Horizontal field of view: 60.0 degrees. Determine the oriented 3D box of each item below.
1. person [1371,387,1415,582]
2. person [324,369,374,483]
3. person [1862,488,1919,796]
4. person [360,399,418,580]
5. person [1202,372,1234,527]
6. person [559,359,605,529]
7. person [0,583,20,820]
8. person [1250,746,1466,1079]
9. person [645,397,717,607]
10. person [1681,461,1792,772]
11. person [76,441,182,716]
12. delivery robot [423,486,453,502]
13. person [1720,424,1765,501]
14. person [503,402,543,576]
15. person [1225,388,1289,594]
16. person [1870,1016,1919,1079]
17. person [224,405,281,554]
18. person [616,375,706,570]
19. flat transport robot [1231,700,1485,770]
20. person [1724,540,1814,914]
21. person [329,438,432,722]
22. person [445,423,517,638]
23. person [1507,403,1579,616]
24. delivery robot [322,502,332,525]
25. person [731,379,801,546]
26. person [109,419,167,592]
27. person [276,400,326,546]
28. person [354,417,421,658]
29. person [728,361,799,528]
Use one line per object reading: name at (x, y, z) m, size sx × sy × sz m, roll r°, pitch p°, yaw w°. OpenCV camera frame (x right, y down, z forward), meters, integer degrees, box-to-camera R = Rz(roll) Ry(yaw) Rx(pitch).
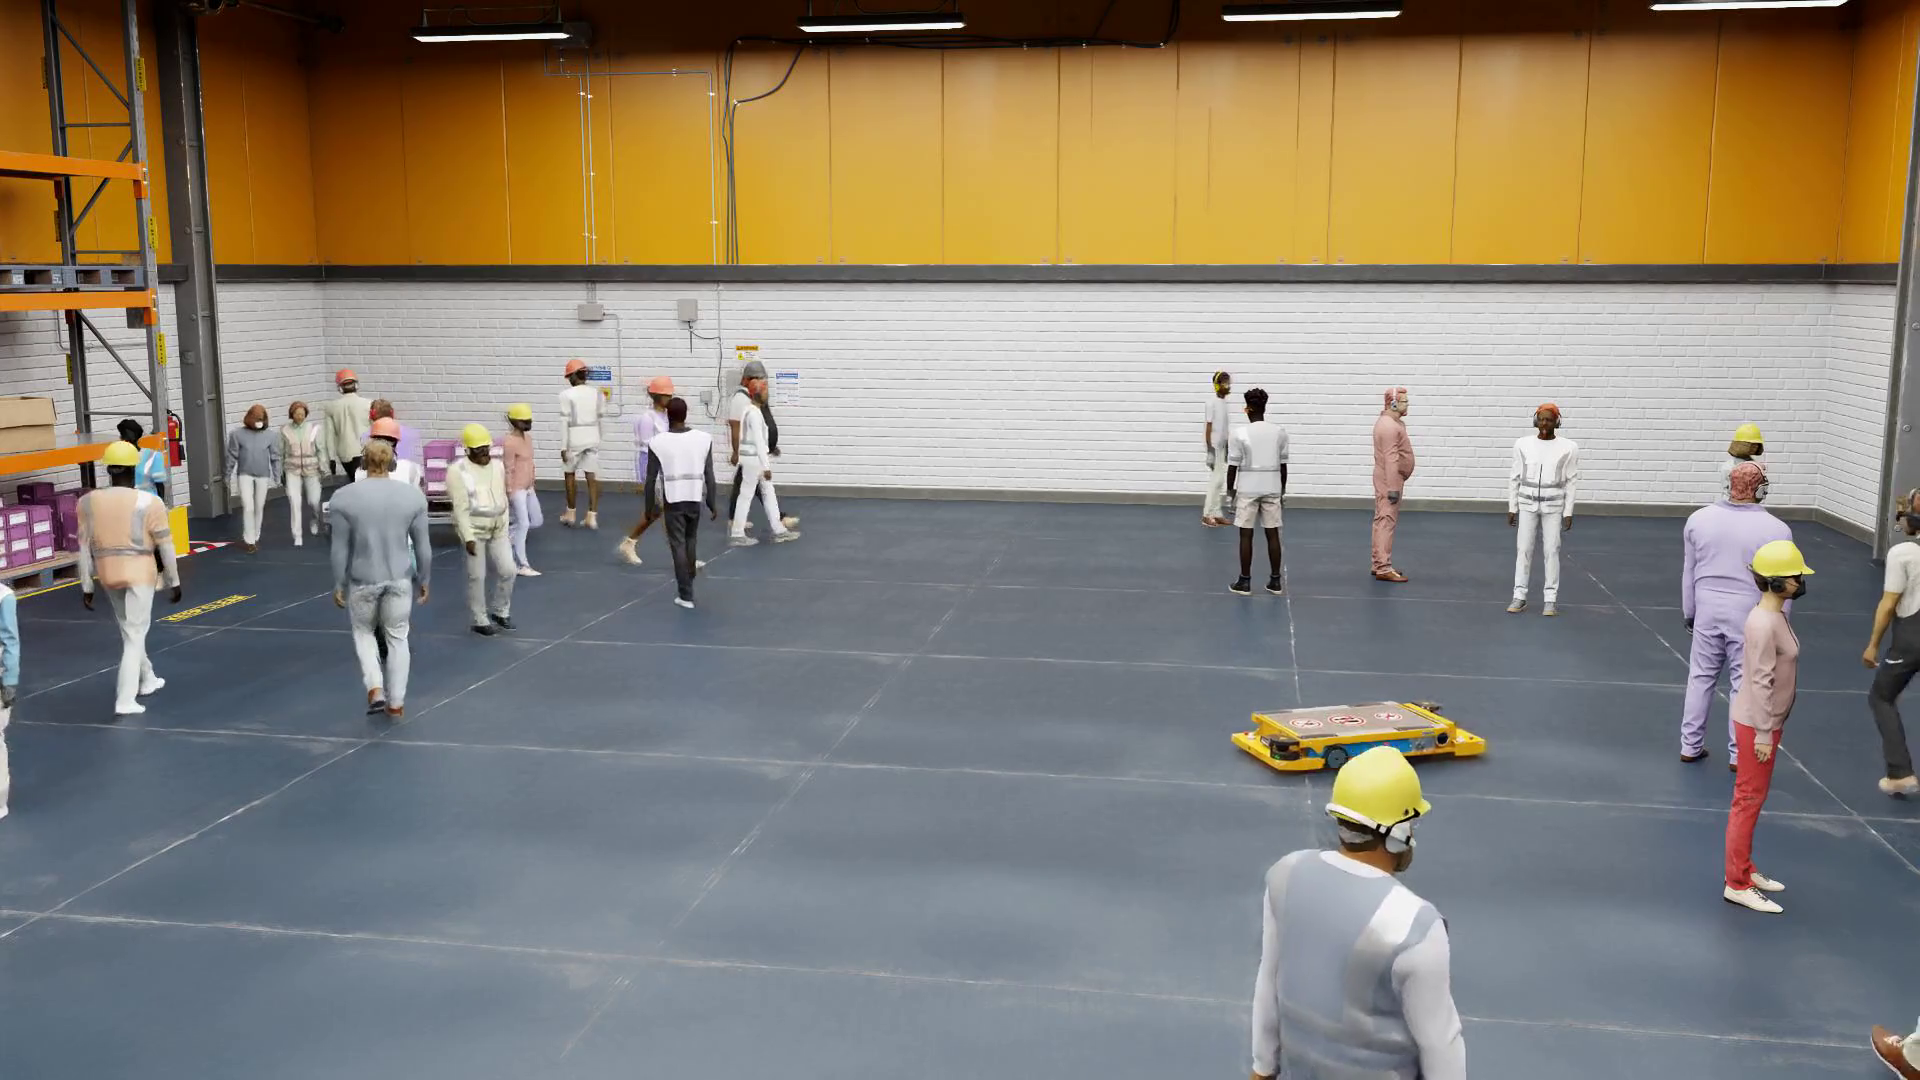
person at (4.267, -0.551, 16.401) m, size 0.406 × 1.911 × 0.636 m, roll 1°, pitch 9°, yaw 8°
person at (-6.922, -0.981, 19.034) m, size 0.636 × 1.928 × 1.063 m, roll 0°, pitch 9°, yaw 2°
person at (5.486, 0.618, 9.447) m, size 0.553 × 1.808 × 0.487 m, roll -2°, pitch 9°, yaw -11°
person at (-5.667, -0.497, 16.460) m, size 1.024 × 1.782 × 0.554 m, roll 8°, pitch 12°, yaw 42°
person at (3.102, -1.077, 19.852) m, size 0.387 × 1.853 × 0.572 m, roll 6°, pitch 11°, yaw 32°
person at (-4.533, -1.147, 19.784) m, size 0.638 × 2.002 × 0.787 m, roll -7°, pitch 12°, yaw -39°
person at (-5.364, 0.776, 9.055) m, size 0.544 × 1.613 × 0.374 m, roll 2°, pitch 9°, yaw 12°
person at (1.117, 1.429, 4.481) m, size 0.946 × 1.782 × 0.618 m, roll -5°, pitch 10°, yaw -29°
person at (-2.593, -0.362, 15.243) m, size 0.633 × 1.894 × 0.741 m, roll -5°, pitch 10°, yaw -28°
person at (4.726, 0.466, 10.134) m, size 0.401 × 1.901 × 0.646 m, roll -8°, pitch 12°, yaw -42°
person at (-5.765, 0.246, 11.564) m, size 0.603 × 1.876 × 0.968 m, roll 0°, pitch 9°, yaw 1°
delivery robot at (-6.300, -0.470, 19.792) m, size 0.707 × 0.478 × 0.477 m, roll -6°, pitch 11°, yaw -33°
person at (6.711, -0.133, 14.311) m, size 0.489 × 1.743 × 0.323 m, roll -6°, pitch 11°, yaw -34°
person at (-4.406, -0.504, 16.579) m, size 0.452 × 1.749 × 0.546 m, roll 2°, pitch 9°, yaw 10°
person at (2.803, -0.459, 15.718) m, size 0.617 × 1.953 × 0.399 m, roll -2°, pitch 9°, yaw -10°
person at (3.669, 1.204, 5.802) m, size 0.514 × 1.817 × 0.990 m, roll 0°, pitch 9°, yaw -1°
person at (-7.609, -0.653, 17.960) m, size 0.555 × 1.597 × 0.735 m, roll -7°, pitch 11°, yaw -35°
person at (-3.110, -0.694, 17.012) m, size 1.009 × 2.006 × 0.624 m, roll 2°, pitch 9°, yaw 15°
flat transport robot at (2.502, 1.219, 10.480) m, size 1.431 × 0.197 × 0.652 m, roll -3°, pitch 10°, yaw -16°
person at (3.864, 0.877, 7.970) m, size 0.303 × 1.772 × 0.530 m, roll 5°, pitch 10°, yaw 28°
person at (-3.897, 0.271, 11.241) m, size 0.650 × 1.922 × 0.445 m, roll -4°, pitch 10°, yaw -23°
person at (-3.920, -0.067, 13.714) m, size 0.460 × 1.807 × 0.599 m, roll 7°, pitch 11°, yaw 36°
person at (5.150, -0.272, 14.742) m, size 0.575 × 1.885 × 0.355 m, roll 5°, pitch 10°, yaw 28°
delivery robot at (-6.991, -0.365, 19.140) m, size 0.477 × 0.478 × 0.707 m, roll 4°, pitch 10°, yaw 22°
person at (-2.150, -0.847, 18.421) m, size 0.899 × 1.840 × 0.596 m, roll -2°, pitch 9°, yaw -11°
person at (-7.687, -0.289, 15.539) m, size 0.539 × 1.663 × 0.779 m, roll -2°, pitch 9°, yaw -10°
person at (-7.369, -0.766, 18.615) m, size 0.521 × 1.617 × 0.576 m, roll -4°, pitch 10°, yaw -22°
person at (-4.483, -0.006, 13.009) m, size 0.553 × 1.910 × 0.399 m, roll -9°, pitch 13°, yaw -43°
person at (-2.323, -1.122, 19.527) m, size 1.010 × 2.000 × 0.689 m, roll 1°, pitch 9°, yaw 9°
